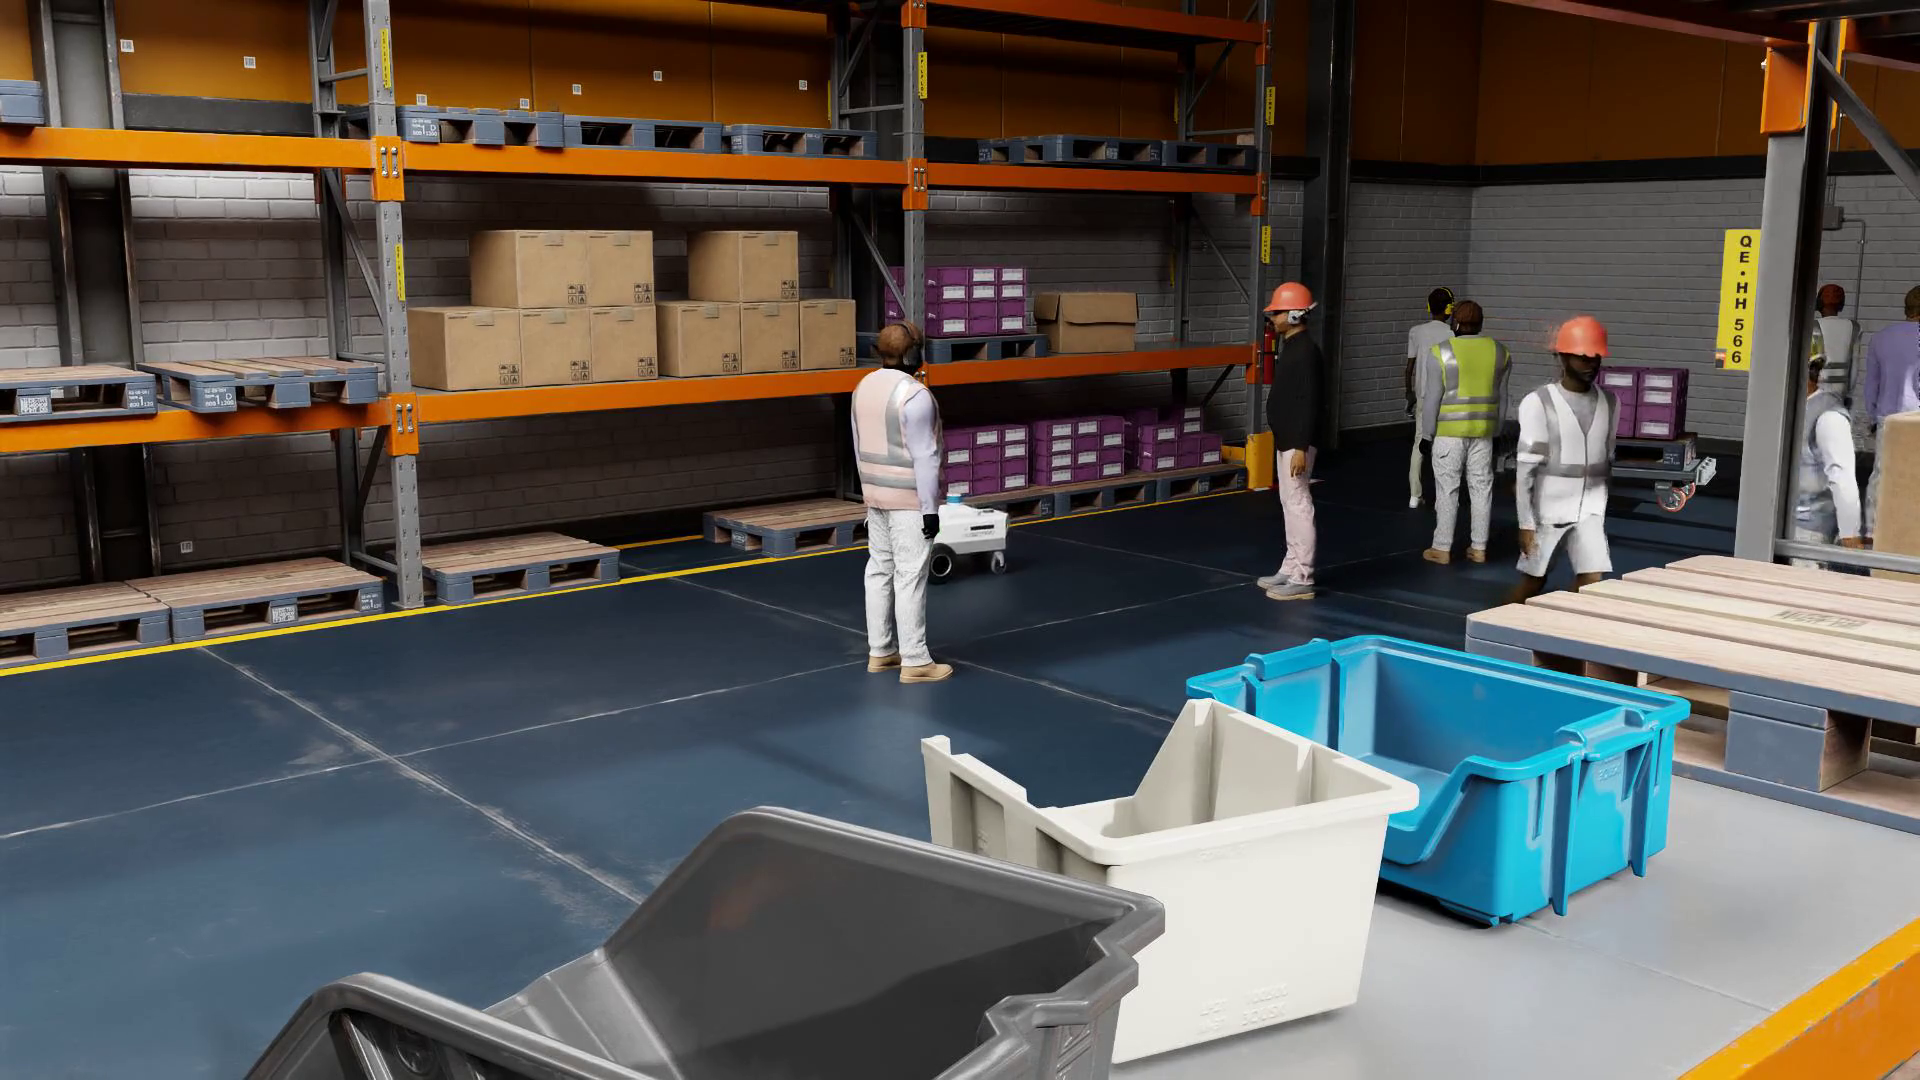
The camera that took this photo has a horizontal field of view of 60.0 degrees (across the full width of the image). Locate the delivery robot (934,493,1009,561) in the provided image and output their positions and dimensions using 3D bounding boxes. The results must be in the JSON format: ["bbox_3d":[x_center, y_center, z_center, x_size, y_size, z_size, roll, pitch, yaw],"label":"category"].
[{"bbox_3d":[-0.034,-0.069,11.164,0.707,0.478,0.477,-6,12,-27],"label":"delivery robot"}]

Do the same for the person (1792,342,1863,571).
[{"bbox_3d":[4.152,-0.102,8.161,0.536,1.790,0.612,2,10,11],"label":"person"}]

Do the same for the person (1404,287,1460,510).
[{"bbox_3d":[4.004,-1.188,14.025,0.530,1.869,0.311,8,13,38],"label":"person"}]

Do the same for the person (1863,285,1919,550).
[{"bbox_3d":[6.830,-0.862,12.004,0.366,1.938,0.630,-5,11,-24],"label":"person"}]

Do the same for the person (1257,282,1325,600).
[{"bbox_3d":[2.091,-0.621,10.498,0.396,1.992,0.622,0,10,2],"label":"person"}]

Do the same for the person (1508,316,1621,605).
[{"bbox_3d":[2.972,-0.165,8.243,0.561,1.895,0.978,-2,10,-10],"label":"person"}]

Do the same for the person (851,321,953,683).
[{"bbox_3d":[-0.290,-0.193,8.532,0.429,1.843,0.626,-8,13,-36],"label":"person"}]

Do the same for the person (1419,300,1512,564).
[{"bbox_3d":[3.508,-0.749,11.644,0.622,1.845,0.429,-2,10,-9],"label":"person"}]

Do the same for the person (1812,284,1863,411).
[{"bbox_3d":[7.528,-1.281,14.511,0.575,1.883,0.355,-1,10,-6],"label":"person"}]
